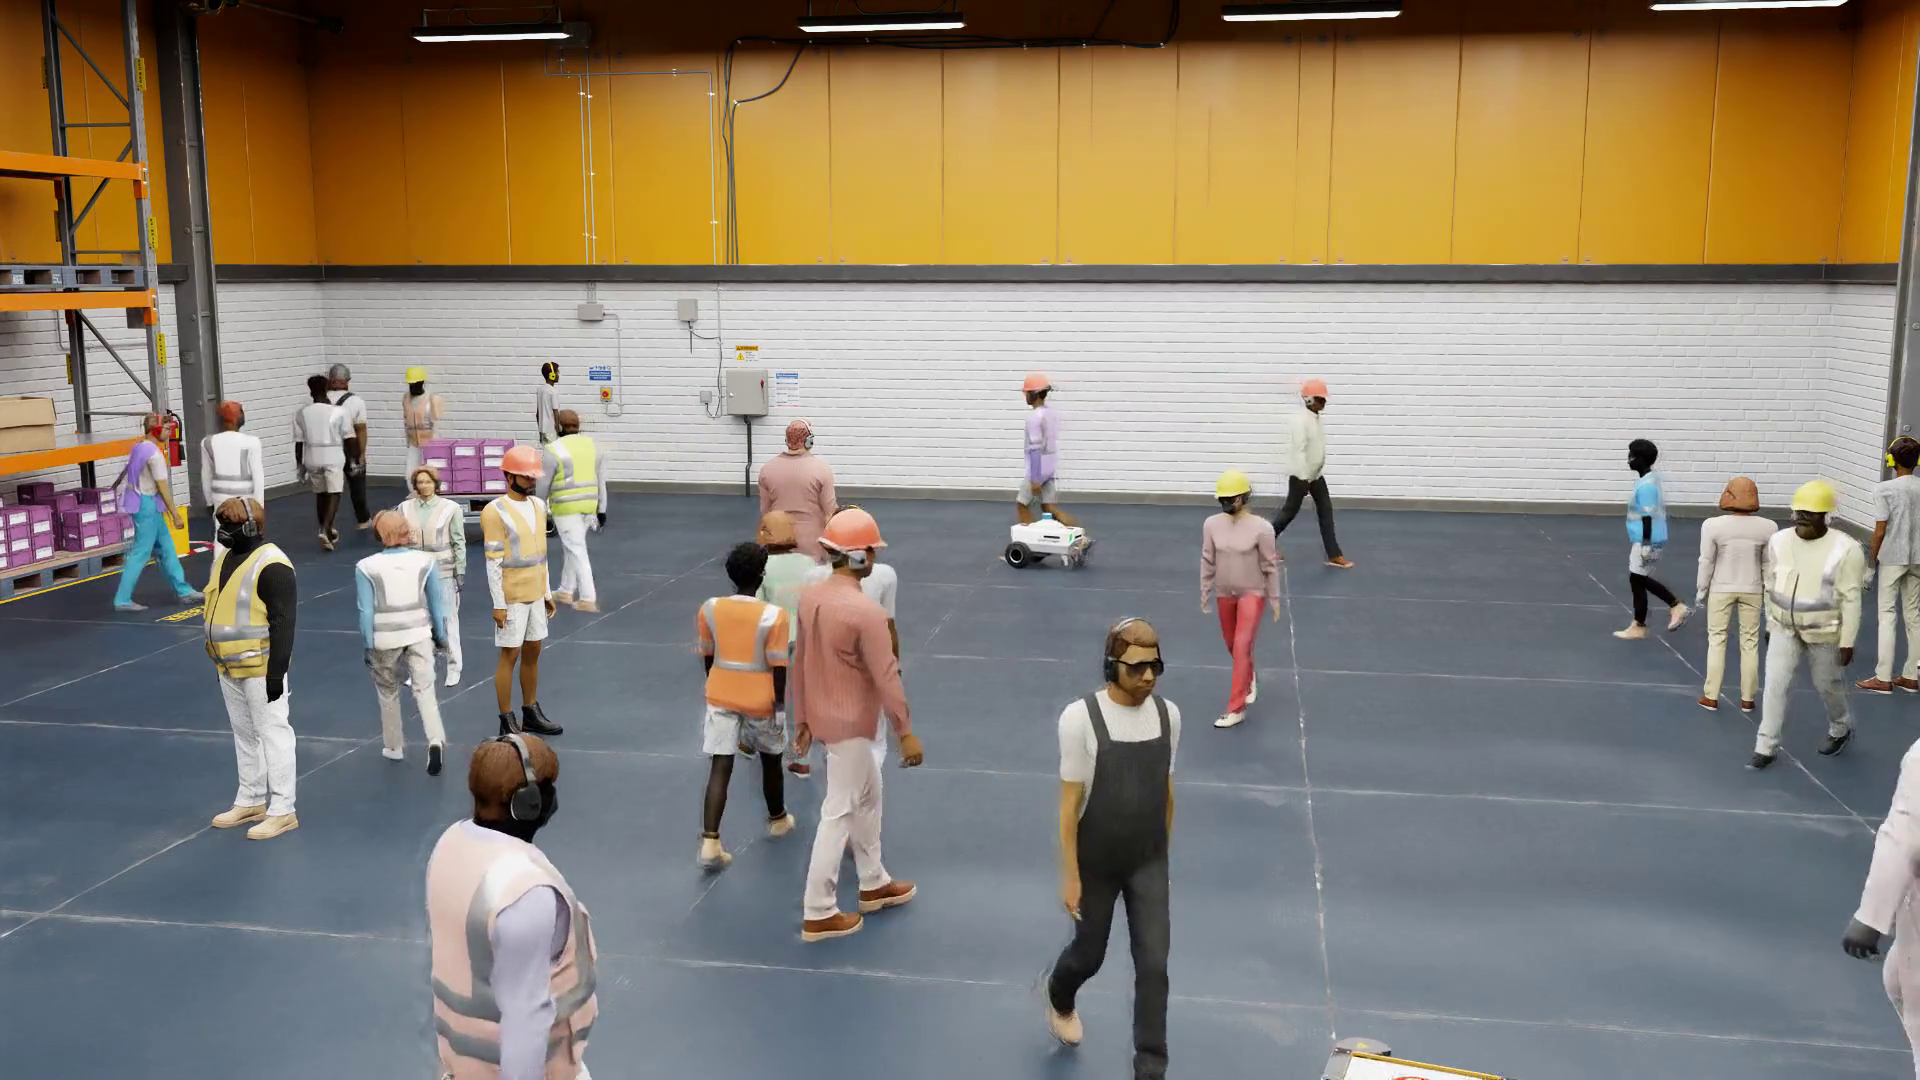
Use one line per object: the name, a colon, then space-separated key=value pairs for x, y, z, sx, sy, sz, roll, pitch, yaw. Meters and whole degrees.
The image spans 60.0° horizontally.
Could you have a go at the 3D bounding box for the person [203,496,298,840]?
person: x=-3.829 y=0.679 z=8.974 sx=0.626 sy=1.844 sz=0.429 roll=7 pitch=11 yaw=36

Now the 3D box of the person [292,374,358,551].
person: x=-6.980 y=-0.853 z=18.221 sx=0.614 sy=1.934 sz=0.934 roll=0 pitch=9 yaw=-2

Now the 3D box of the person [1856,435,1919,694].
person: x=6.752 y=0.183 z=11.989 sx=0.521 sy=1.864 sz=0.336 roll=-1 pitch=9 yaw=-7

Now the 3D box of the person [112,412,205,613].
person: x=-7.222 y=-0.246 z=14.885 sx=0.853 sy=1.790 sz=0.595 roll=-6 pitch=11 yaw=-33

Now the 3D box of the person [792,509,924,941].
person: x=-0.411 y=0.834 z=7.632 sx=0.834 sy=1.963 sz=0.624 roll=-5 pitch=11 yaw=-30

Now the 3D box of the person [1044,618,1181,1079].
person: x=0.556 y=1.153 z=6.121 sx=0.508 sy=1.820 sz=0.835 roll=-3 pitch=10 yaw=-19

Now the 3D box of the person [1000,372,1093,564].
person: x=0.895 y=-0.716 z=17.125 sx=0.912 sy=2.017 sz=0.618 roll=4 pitch=10 yaw=24

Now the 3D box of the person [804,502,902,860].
person: x=-0.556 y=0.735 z=8.607 sx=0.523 sy=1.848 sz=0.673 roll=2 pitch=9 yaw=12

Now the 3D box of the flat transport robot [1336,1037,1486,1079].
flat transport robot: x=1.439 y=2.037 z=5.404 sx=0.652 sy=0.197 sz=1.431 roll=4 pitch=10 yaw=22

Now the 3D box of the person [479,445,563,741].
person: x=-2.815 y=0.348 z=10.739 sx=0.361 sy=1.935 sz=0.544 roll=4 pitch=10 yaw=25

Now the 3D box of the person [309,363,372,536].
person: x=-7.166 y=-1.074 z=19.235 sx=0.688 sy=2.000 sz=1.025 roll=0 pitch=9 yaw=-2

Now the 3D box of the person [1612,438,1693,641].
person: x=5.708 y=0.005 z=13.641 sx=0.509 sy=1.676 sz=0.553 roll=4 pitch=10 yaw=24

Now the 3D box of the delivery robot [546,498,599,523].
delivery robot: x=-4.485 y=-0.377 z=19.214 sx=0.707 sy=0.478 sz=0.477 roll=-1 pitch=9 yaw=-4

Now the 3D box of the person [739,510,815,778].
person: x=-1.132 y=0.608 z=10.162 sx=0.517 sy=1.588 sz=0.840 roll=-6 pitch=11 yaw=-34

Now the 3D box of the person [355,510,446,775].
person: x=-3.361 y=0.617 z=10.097 sx=0.522 sy=1.604 sz=0.773 roll=-6 pitch=11 yaw=-33

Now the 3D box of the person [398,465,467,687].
person: x=-3.872 y=0.262 z=12.188 sx=0.524 sy=1.639 sz=0.306 roll=1 pitch=9 yaw=6

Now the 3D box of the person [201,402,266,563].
person: x=-6.771 y=-0.374 z=15.553 sx=0.597 sy=1.829 sz=0.974 roll=0 pitch=9 yaw=-2

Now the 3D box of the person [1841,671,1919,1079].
person: x=3.252 y=1.211 z=5.526 sx=0.649 sy=1.886 sz=0.441 roll=-8 pitch=12 yaw=-39

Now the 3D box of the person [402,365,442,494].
person: x=-6.569 y=-1.173 z=20.253 sx=0.590 sy=1.904 sz=0.539 roll=3 pitch=10 yaw=18

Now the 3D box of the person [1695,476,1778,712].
person: x=5.356 y=0.376 z=11.494 sx=0.507 sy=1.633 sz=0.278 roll=2 pitch=9 yaw=14

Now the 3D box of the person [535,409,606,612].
person: x=-3.564 y=-0.272 z=14.977 sx=0.829 sy=1.800 sz=0.616 roll=6 pitch=11 yaw=33

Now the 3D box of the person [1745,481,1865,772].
person: x=5.248 y=0.513 z=10.211 sx=0.907 sy=1.795 sz=0.604 roll=-7 pitch=12 yaw=-38

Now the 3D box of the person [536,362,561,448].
person: x=-5.331 y=-1.387 z=21.703 sx=0.335 sy=1.873 sz=0.521 roll=-8 pitch=12 yaw=-41

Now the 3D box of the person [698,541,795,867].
person: x=-1.120 y=0.832 z=8.597 sx=0.537 sy=1.660 sz=0.864 roll=2 pitch=9 yaw=14

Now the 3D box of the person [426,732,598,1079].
person: x=-1.289 y=1.415 z=4.569 sx=0.967 sy=1.801 sz=0.628 roll=-7 pitch=12 yaw=-39

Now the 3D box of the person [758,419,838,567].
person: x=-1.221 y=0.017 z=12.878 sx=0.640 sy=1.908 sz=0.409 roll=3 pitch=10 yaw=18

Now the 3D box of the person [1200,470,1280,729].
person: x=1.940 y=0.359 z=11.337 sx=0.563 sy=1.720 sz=0.852 roll=7 pitch=11 yaw=35

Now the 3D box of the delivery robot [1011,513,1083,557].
delivery robot: x=0.896 y=-0.033 z=17.081 sx=0.707 sy=0.478 sz=0.477 roll=5 pitch=10 yaw=26

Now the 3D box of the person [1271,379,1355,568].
person: x=3.557 y=-0.696 z=17.206 sx=1.029 sy=1.948 sz=0.644 roll=7 pitch=12 yaw=38
